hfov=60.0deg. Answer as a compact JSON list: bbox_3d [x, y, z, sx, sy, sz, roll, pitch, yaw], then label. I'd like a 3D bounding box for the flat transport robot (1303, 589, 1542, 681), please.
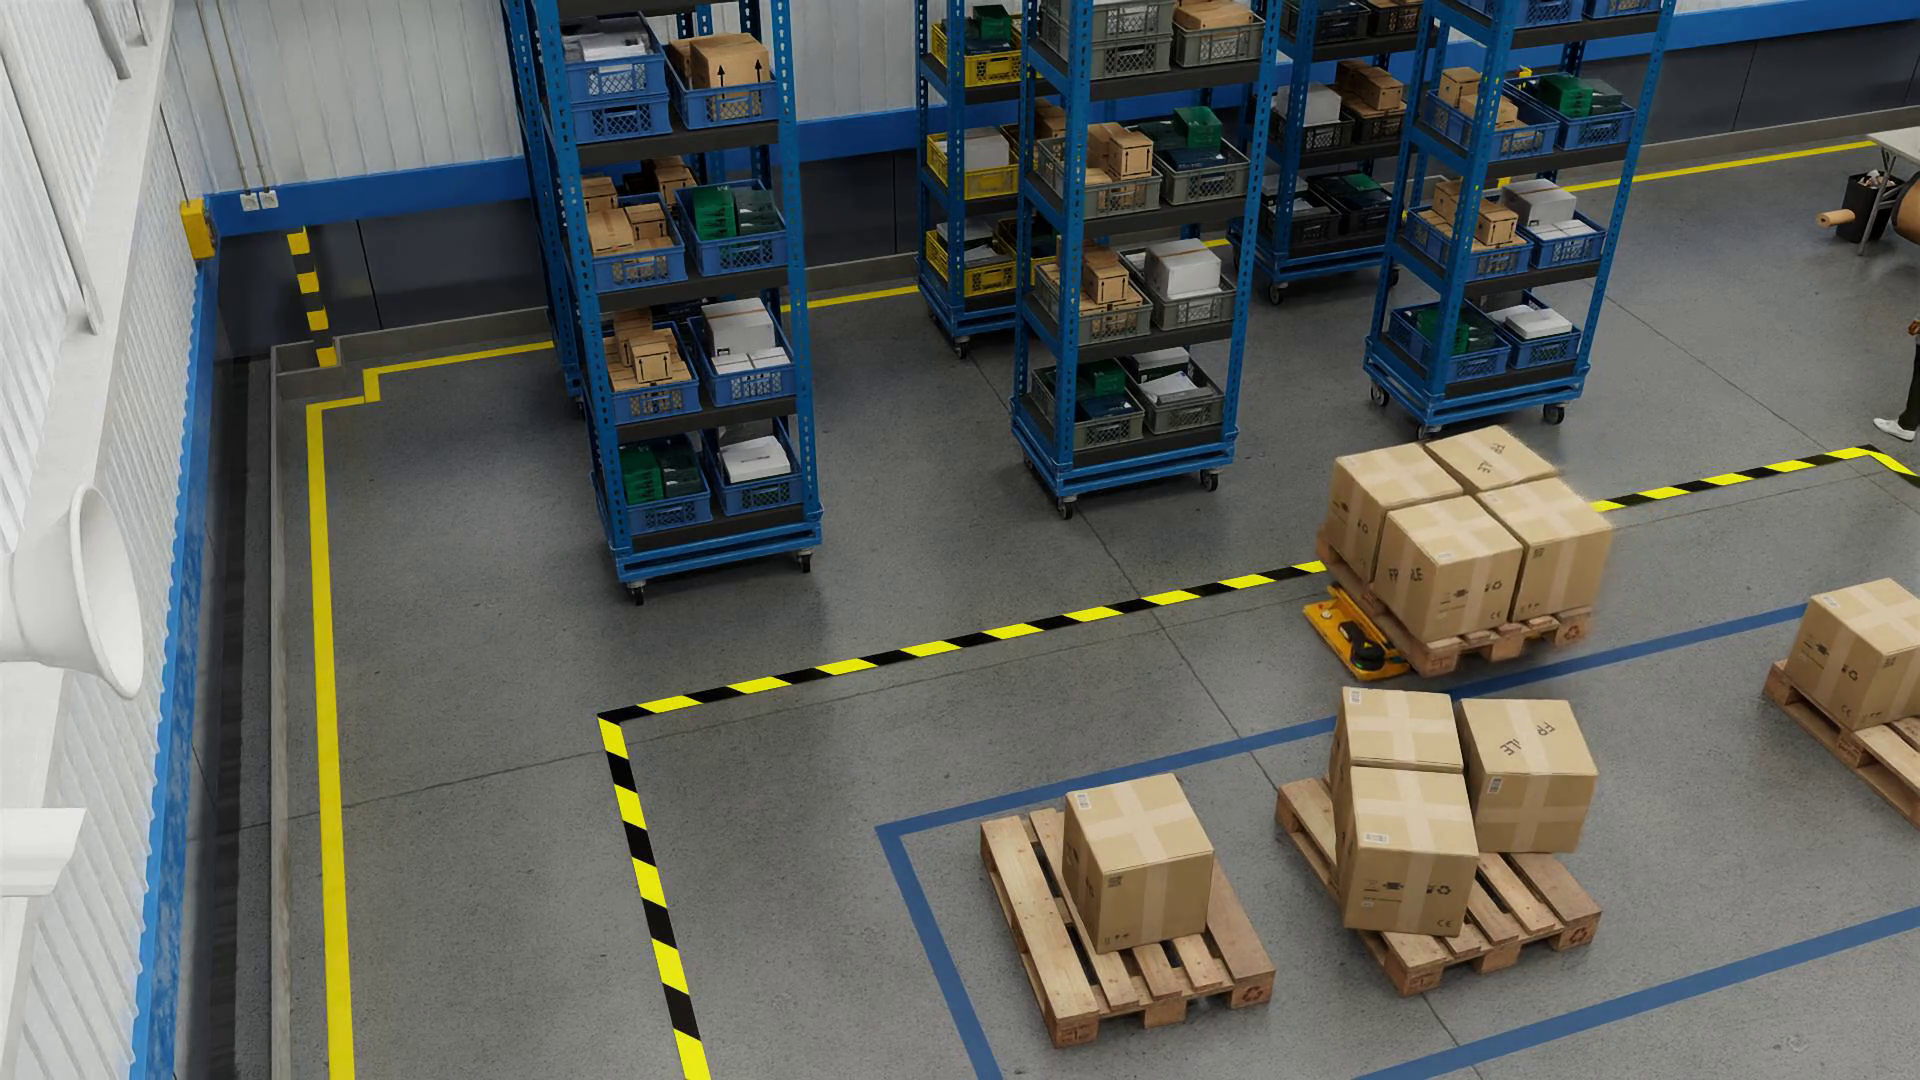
[{"bbox_3d":[2.754,0.396,9.470,1.431,0.197,0.652,-11,37,-15],"label":"flat transport robot"}]

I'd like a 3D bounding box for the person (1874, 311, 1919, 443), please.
[{"bbox_3d":[6.447,-1.508,10.821,0.596,1.849,0.385,-11,37,-15],"label":"person"}]
